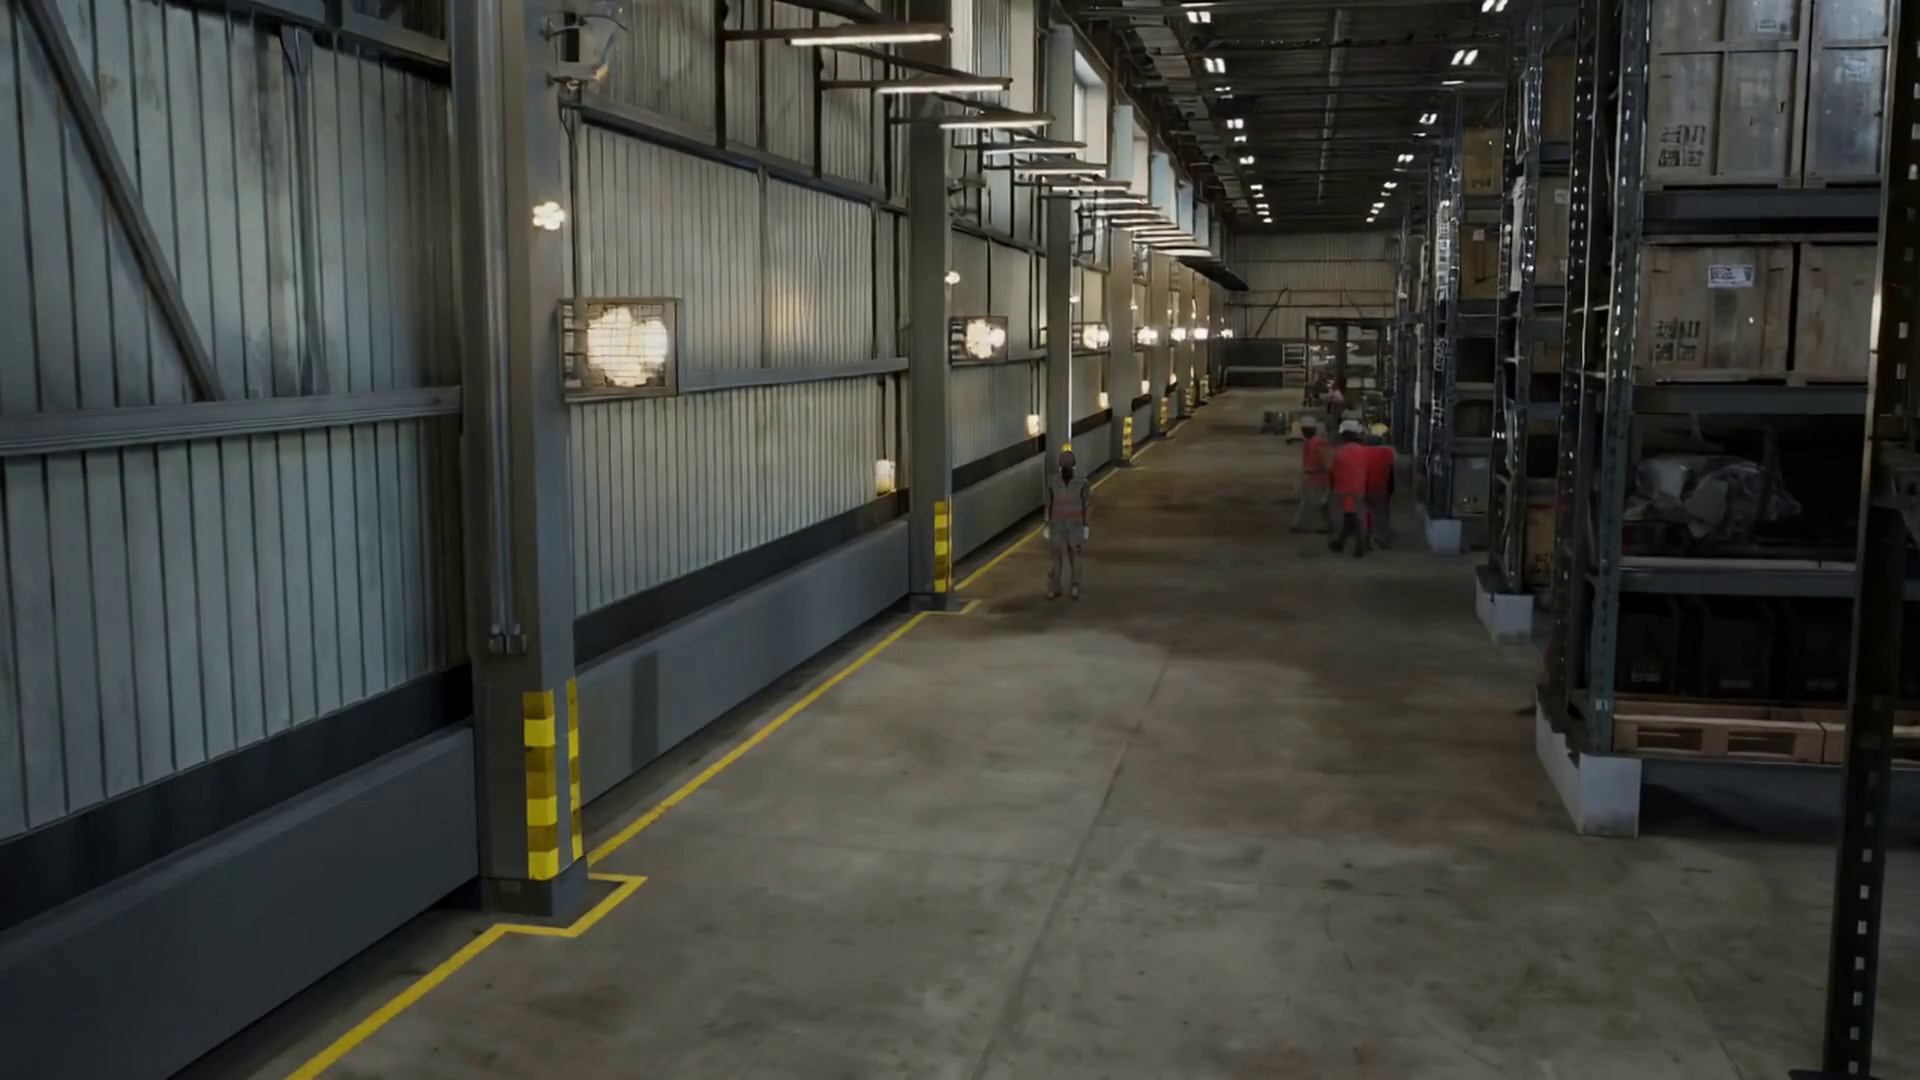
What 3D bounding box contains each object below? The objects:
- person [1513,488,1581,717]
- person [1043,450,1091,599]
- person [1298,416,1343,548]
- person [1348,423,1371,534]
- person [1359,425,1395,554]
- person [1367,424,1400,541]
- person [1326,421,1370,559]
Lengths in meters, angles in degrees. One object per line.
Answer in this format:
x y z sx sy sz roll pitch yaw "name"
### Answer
4.752 0.530 13.087 0.653 1.877 0.671 0 7 3 "person"
1.238 -0.182 19.356 0.561 1.743 0.335 1 7 7 "person"
5.153 -0.833 23.916 0.632 1.908 0.653 -2 8 -19 "person"
6.121 -0.927 25.395 0.498 1.727 0.449 6 9 38 "person"
5.789 -0.704 23.342 0.586 1.803 0.851 2 7 17 "person"
6.292 -0.862 24.865 0.547 1.735 0.806 1 7 9 "person"
5.353 -0.698 22.950 0.560 1.878 1.052 -2 7 -15 "person"
